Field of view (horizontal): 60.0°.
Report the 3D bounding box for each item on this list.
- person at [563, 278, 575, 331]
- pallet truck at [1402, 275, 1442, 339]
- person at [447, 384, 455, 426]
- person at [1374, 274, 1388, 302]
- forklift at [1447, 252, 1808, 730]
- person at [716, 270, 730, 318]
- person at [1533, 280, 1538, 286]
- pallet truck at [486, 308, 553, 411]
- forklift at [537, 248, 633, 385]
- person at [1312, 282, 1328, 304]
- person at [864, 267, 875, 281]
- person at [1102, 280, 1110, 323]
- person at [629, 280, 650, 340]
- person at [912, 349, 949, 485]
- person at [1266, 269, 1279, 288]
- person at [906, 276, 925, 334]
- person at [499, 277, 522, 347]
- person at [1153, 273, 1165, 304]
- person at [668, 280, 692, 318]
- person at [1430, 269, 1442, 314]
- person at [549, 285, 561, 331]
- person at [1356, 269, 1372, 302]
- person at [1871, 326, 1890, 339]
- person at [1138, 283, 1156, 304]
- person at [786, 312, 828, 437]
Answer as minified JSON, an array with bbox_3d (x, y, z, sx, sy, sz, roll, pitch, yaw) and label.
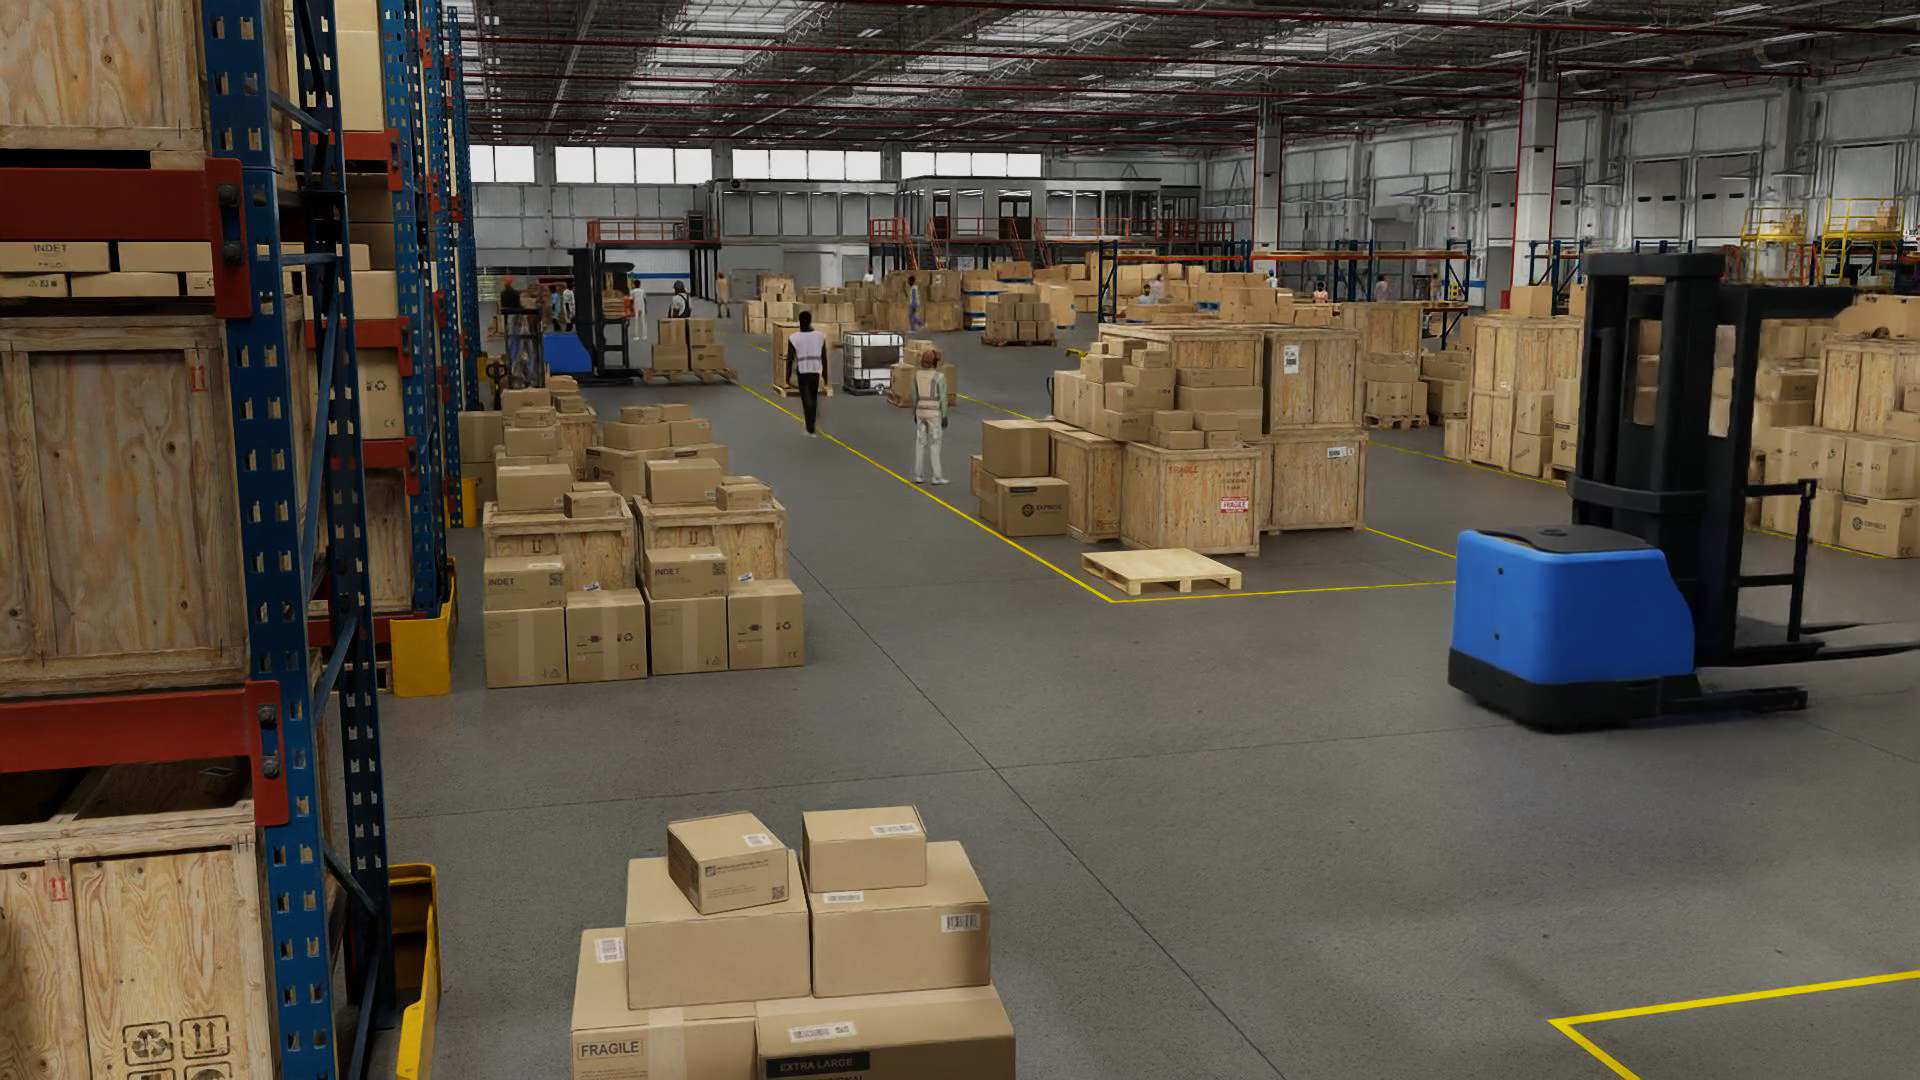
[{"bbox_3d":[-11.316,-6.630,48.303,0.367,1.966,0.603,0,10,1],"label":"person"},{"bbox_3d":[14.620,-7.324,52.145,0.823,1.965,1.885,8,13,40],"label":"pallet truck"},{"bbox_3d":[-6.342,-1.581,20.086,0.429,1.838,0.622,7,12,36],"label":"person"},{"bbox_3d":[15.794,-9.043,62.368,0.643,1.827,0.531,-7,12,-36],"label":"person"},{"bbox_3d":[4.142,-0.364,10.237,1.873,2.768,1.129,-3,10,-15],"label":"forklift"},{"bbox_3d":[-9.510,-9.841,66.654,0.549,1.917,0.803,-5,11,-28],"label":"person"},{"bbox_3d":[17.376,-6.896,50.097,0.677,1.857,0.963,4,11,20],"label":"person"},{"bbox_3d":[-6.242,-2.418,24.362,0.823,1.965,1.885,1,10,3],"label":"pallet truck"},{"bbox_3d":[-7.784,-4.609,34.274,1.873,2.768,1.129,-3,10,-15],"label":"forklift"},{"bbox_3d":[11.975,-7.733,55.340,0.533,1.690,0.321,5,11,28],"label":"person"},{"bbox_3d":[-4.442,-12.393,81.246,0.593,1.861,0.573,-4,11,-19],"label":"person"},{"bbox_3d":[4.925,-7.926,56.276,0.295,1.744,0.487,4,11,20],"label":"person"},{"bbox_3d":[-9.845,-7.051,51.015,0.645,1.850,0.496,-3,10,-16],"label":"person"},{"bbox_3d":[-0.359,-1.483,20.086,0.523,1.638,0.311,8,13,39],"label":"person"},{"bbox_3d":[12.555,-9.919,67.009,0.605,1.937,0.412,-5,11,-27],"label":"person"},{"bbox_3d":[-1.498,-7.751,54.821,0.530,1.900,0.602,0,10,-1],"label":"person"},{"bbox_3d":[-12.870,-6.506,47.552,0.652,1.980,0.435,3,10,14],"label":"person"},{"bbox_3d":[7.126,-8.673,60.012,0.678,1.924,0.636,9,13,40],"label":"person"},{"bbox_3d":[-6.934,-5.380,41.015,0.536,2.000,0.688,5,11,25],"label":"person"},{"bbox_3d":[20.179,-10.530,70.625,0.605,1.885,0.944,1,10,5],"label":"person"},{"bbox_3d":[-12.903,-7.292,52.920,0.330,1.675,0.568,-3,10,-14],"label":"person"},{"bbox_3d":[19.205,-11.950,78.857,0.701,1.823,0.631,8,13,37],"label":"person"},{"bbox_3d":[11.304,-1.714,20.704,0.630,1.898,1.019,-1,10,-7],"label":"person"},{"bbox_3d":[5.192,-6.214,46.258,0.546,1.852,0.638,1,10,4],"label":"person"},{"bbox_3d":[-2.363,-2.533,25.358,0.614,1.872,0.942,-4,11,-24],"label":"person"}]
